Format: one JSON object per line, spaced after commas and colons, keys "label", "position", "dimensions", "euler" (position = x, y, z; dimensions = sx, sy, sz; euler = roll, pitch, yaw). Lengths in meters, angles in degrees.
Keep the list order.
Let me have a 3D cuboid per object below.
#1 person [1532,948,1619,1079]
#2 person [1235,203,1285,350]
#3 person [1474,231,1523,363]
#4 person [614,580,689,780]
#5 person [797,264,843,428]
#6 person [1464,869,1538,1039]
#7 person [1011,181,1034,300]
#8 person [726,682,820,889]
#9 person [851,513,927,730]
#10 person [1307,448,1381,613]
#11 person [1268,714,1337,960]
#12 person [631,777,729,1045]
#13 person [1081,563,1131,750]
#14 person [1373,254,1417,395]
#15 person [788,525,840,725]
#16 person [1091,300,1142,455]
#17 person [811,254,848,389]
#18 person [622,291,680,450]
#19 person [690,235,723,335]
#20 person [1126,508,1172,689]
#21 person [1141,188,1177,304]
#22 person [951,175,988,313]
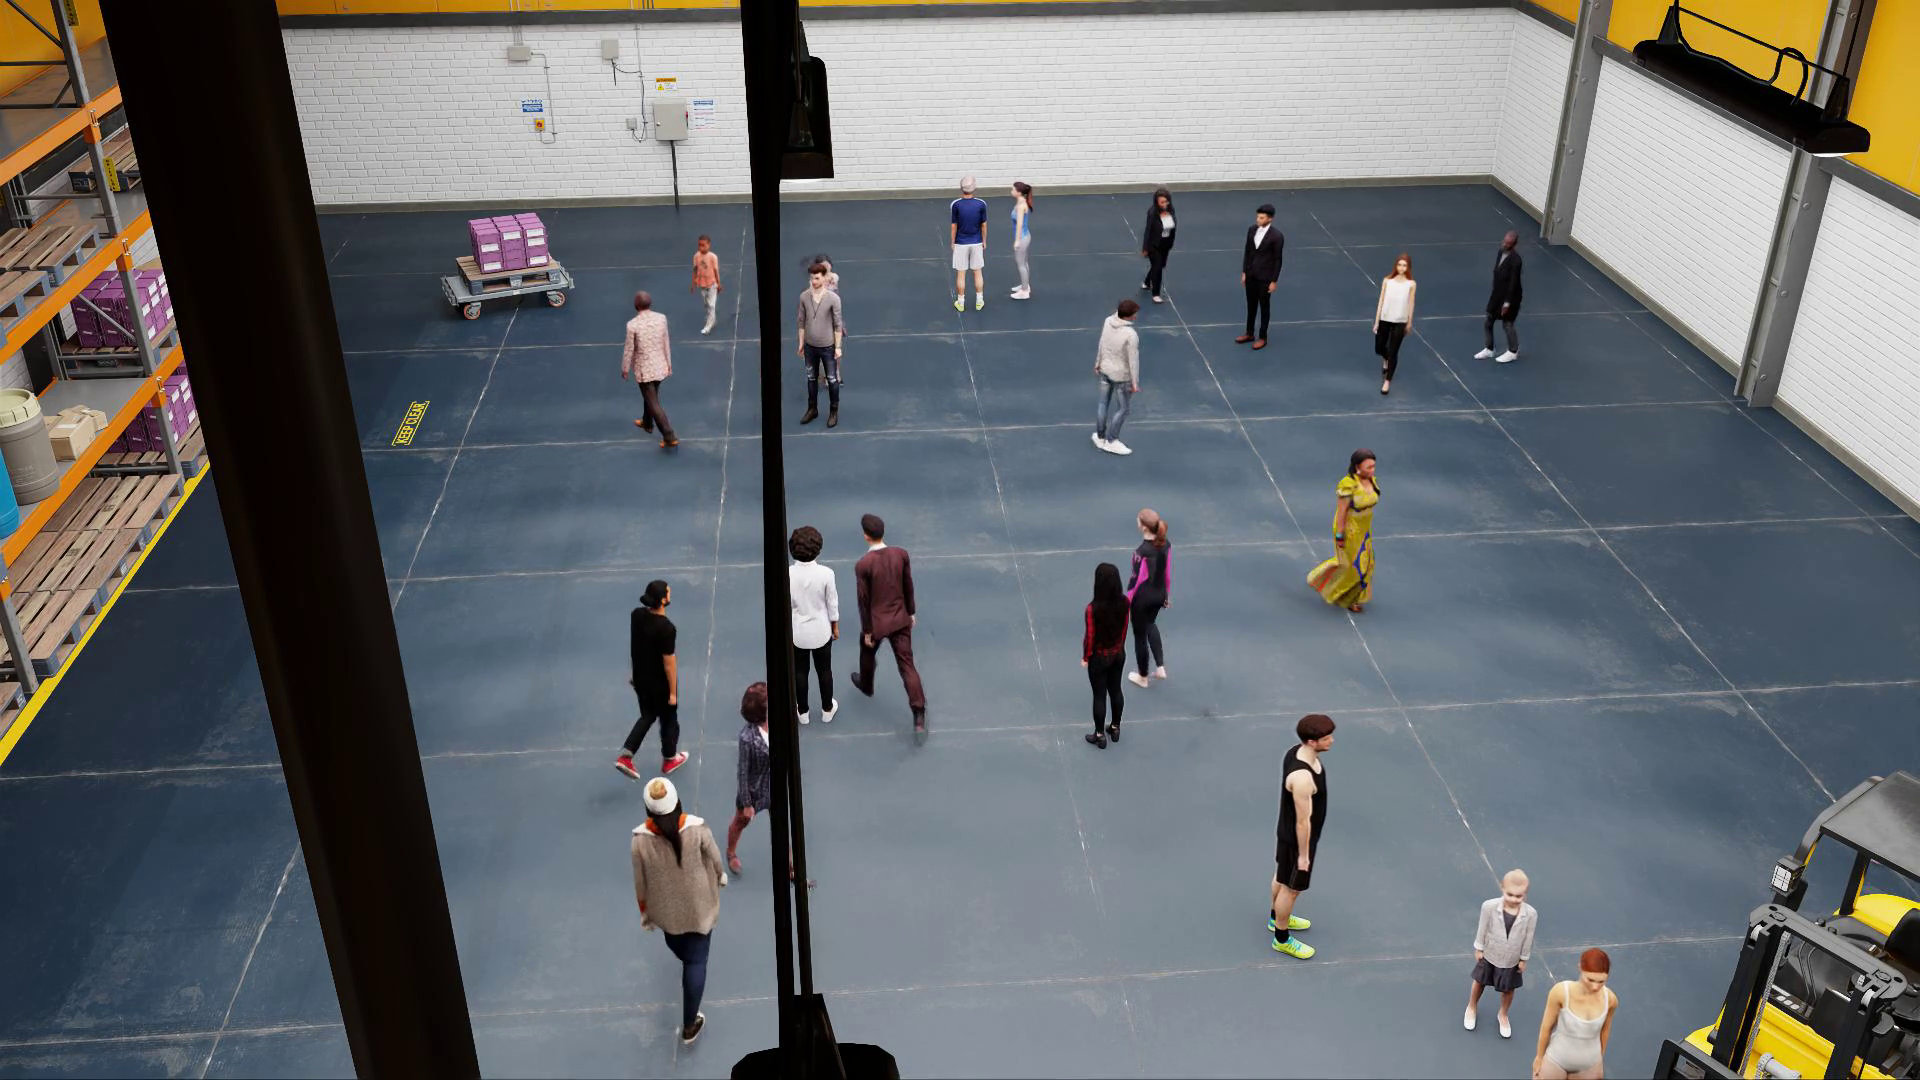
{"label": "person", "position": [3.542, 3.010, 9.673], "dimensions": [0.571, 1.644, 0.517], "euler": [2, 29, 4]}
{"label": "person", "position": [3.830, -3.375, 21.131], "dimensions": [0.830, 1.881, 0.733], "euler": [-24, 37, -37]}
{"label": "person", "position": [6.833, -3.015, 20.634], "dimensions": [0.821, 1.725, 0.797], "euler": [-5, 29, -10]}
{"label": "person", "position": [-2.449, 1.143, 13.005], "dimensions": [0.958, 1.731, 1.038], "euler": [23, 36, 35]}
{"label": "person", "position": [-1.595, -2.244, 19.035], "dimensions": [0.753, 1.904, 0.715], "euler": [7, 29, 13]}
{"label": "person", "position": [3.496, 2.645, 10.730], "dimensions": [0.578, 1.274, 0.613], "euler": [9, 30, 16]}
{"label": "person", "position": [0.841, -4.119, 22.784], "dimensions": [0.654, 1.605, 0.514], "euler": [3, 29, 6]}
{"label": "person", "position": [-1.498, 1.763, 11.961], "dimensions": [1.119, 1.644, 1.096], "euler": [21, 35, 33]}
{"label": "person", "position": [-0.562, 0.741, 13.677], "dimensions": [1.071, 1.793, 1.429], "euler": [-14, 31, -23]}
{"label": "person", "position": [3.565, -0.110, 15.387], "dimensions": [0.971, 1.650, 1.041], "euler": [-25, 37, -38]}
{"label": "person", "position": [2.304, 1.978, 11.310], "dimensions": [0.792, 1.890, 0.572], "euler": [3, 29, 6]}
{"label": "person", "position": [-1.801, 2.369, 10.643], "dimensions": [0.789, 1.842, 1.233], "euler": [1, 29, 2]}
{"label": "person", "position": [1.193, 0.936, 13.464], "dimensions": [0.664, 1.655, 0.667], "euler": [-18, 33, -29]}
{"label": "person", "position": [5.205, -2.629, 19.947], "dimensions": [0.848, 1.707, 0.971], "euler": [14, 32, 24]}
{"label": "person", "position": [-1.244, 0.706, 13.725], "dimensions": [0.627, 1.809, 0.533], "euler": [-2, 29, -4]}
{"label": "person", "position": [1.684, -1.837, 18.378], "dimensions": [0.748, 1.818, 0.900], "euler": [21, 35, 33]}
{"label": "person", "position": [-1.617, -2.574, 19.804], "dimensions": [0.875, 1.746, 0.815], "euler": [16, 32, 27]}
{"label": "person", "position": [-3.397, -1.855, 18.448], "dimensions": [1.270, 1.782, 1.170], "euler": [25, 37, 37]}
{"label": "person", "position": [-3.280, -3.374, 21.753], "dimensions": [0.688, 1.285, 0.870], "euler": [11, 30, 19]}
{"label": "person", "position": [1.644, 0.537, 14.106], "dimensions": [0.721, 1.741, 0.762], "euler": [-19, 34, -31]}
{"label": "person", "position": [2.680, -4.034, 22.640], "dimensions": [0.980, 1.594, 0.919], "euler": [21, 35, 33]}
{"label": "person", "position": [0.109, -3.982, 22.290], "dimensions": [0.644, 1.836, 0.542], "euler": [-4, 29, -8]}
